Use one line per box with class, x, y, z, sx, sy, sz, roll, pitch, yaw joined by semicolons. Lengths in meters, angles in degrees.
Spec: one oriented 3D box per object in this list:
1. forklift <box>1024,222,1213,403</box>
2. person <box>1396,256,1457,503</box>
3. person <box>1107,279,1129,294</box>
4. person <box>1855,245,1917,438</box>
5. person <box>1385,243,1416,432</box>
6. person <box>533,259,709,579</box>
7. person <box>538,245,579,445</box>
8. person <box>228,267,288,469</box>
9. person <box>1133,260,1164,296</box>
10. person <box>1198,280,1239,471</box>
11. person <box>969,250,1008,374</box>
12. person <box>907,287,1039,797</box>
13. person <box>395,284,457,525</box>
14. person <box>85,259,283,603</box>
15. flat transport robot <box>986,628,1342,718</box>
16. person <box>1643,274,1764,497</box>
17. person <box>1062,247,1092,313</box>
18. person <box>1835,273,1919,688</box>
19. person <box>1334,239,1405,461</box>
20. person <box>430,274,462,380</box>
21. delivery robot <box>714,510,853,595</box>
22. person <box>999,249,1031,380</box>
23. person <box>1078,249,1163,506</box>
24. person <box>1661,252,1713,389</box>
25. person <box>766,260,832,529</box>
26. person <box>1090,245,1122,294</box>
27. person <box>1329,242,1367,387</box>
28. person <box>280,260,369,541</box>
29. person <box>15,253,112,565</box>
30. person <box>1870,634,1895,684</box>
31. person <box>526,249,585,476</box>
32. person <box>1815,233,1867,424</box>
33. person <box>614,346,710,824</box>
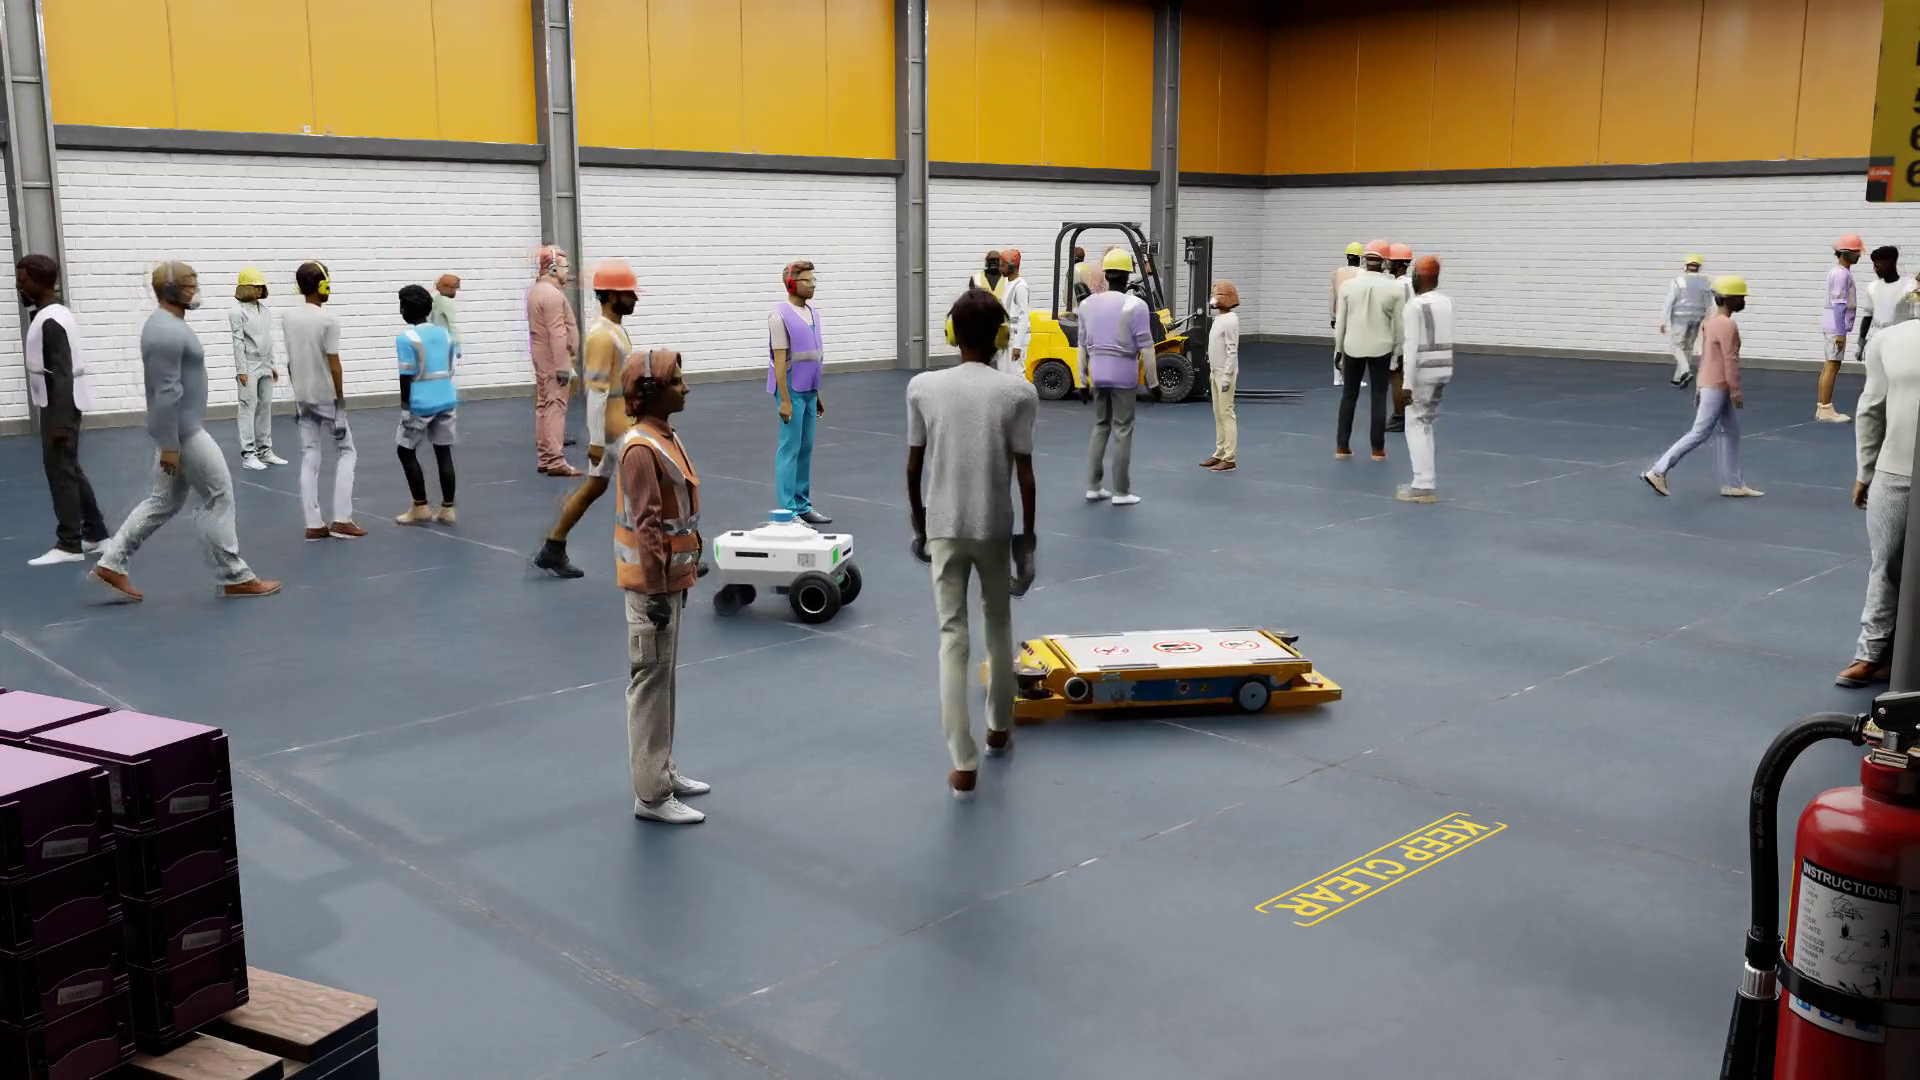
forklift;1.935;-2.847;20.651;2.313;2.155;1.214;2;11;13
person;3.565;-1.230;12.756;0.580;1.841;0.489;-9;14;-41
person;1.833;-2.407;19.527;0.403;1.752;0.581;-2;11;-11
person;9.300;-1.973;16.633;0.896;1.909;0.628;-3;11;-18
person;4.497;-2.078;17.157;0.356;1.937;0.552;6;12;29
person;-2.046;-0.685;9.718;1.016;1.896;0.548;-2;11;-8
person;-3.845;-1.850;15.942;0.498;1.923;0.566;-3;11;-18
person;-6.124;-1.494;14.502;0.296;1.744;0.488;2;11;12
person;3.001;-3.641;26.505;0.498;1.634;0.283;3;11;15
person;2.256;-1.415;14.360;0.278;1.636;0.505;-1;10;-7
person;0.419;-2.747;21.112;0.632;1.837;0.430;0;10;2
person;0.050;-0.021;6.265;0.494;1.827;0.905;1;10;3
person;-3.722;-0.926;11.566;0.432;1.688;0.580;5;12;27
person;-4.336;-0.583;9.117;0.957;1.906;0.642;-5;11;-25
flat transport robot;0.873;0.567;7.283;1.431;0.197;0.652;-2;11;-9
person;5.775;-1.179;12.815;0.871;1.729;0.520;3;11;15
person;1.825;-3.672;26.112;0.429;1.844;0.627;6;12;28
person;4.234;-0.264;7.278;0.376;1.934;0.629;-9;14;-40
person;3.690;-1.704;14.989;0.634;1.985;0.402;4;11;23
person;-5.734;-2.145;18.429;0.472;1.598;0.517;-6;12;-32
delivery robot;-0.945;0.081;8.900;0.707;0.478;0.477;2;11;11
person;0.539;-2.003;16.890;0.353;1.886;0.572;-2;11;-11
person;1.181;-1.203;12.444;0.608;1.921;0.434;8;13;38
person;9.623;-2.893;21.977;0.633;1.811;0.708;-1;10;-6
person;-1.129;-1.000;11.516;0.390;1.850;0.565;4;11;19
person;2.176;-3.430;24.713;0.540;1.870;0.684;6;12;31
person;5.231;-3.008;22.257;0.594;1.926;0.367;8;13;38
person;-4.262;-0.922;11.080;0.566;1.862;0.433;4;11;19
person;-5.601;-0.807;10.324;0.401;1.926;0.599;-6;12;-29
person;4.351;-0.238;7.375;0.345;1.846;0.508;-9;14;-40
person;-3.414;-1.493;14.059;0.403;1.904;0.652;-5;12;-27
person;9.537;-2.291;18.023;0.369;2.046;0.606;4;11;22
person;-1.046;0.154;5.787;0.308;1.644;0.514;-1;10;-4
